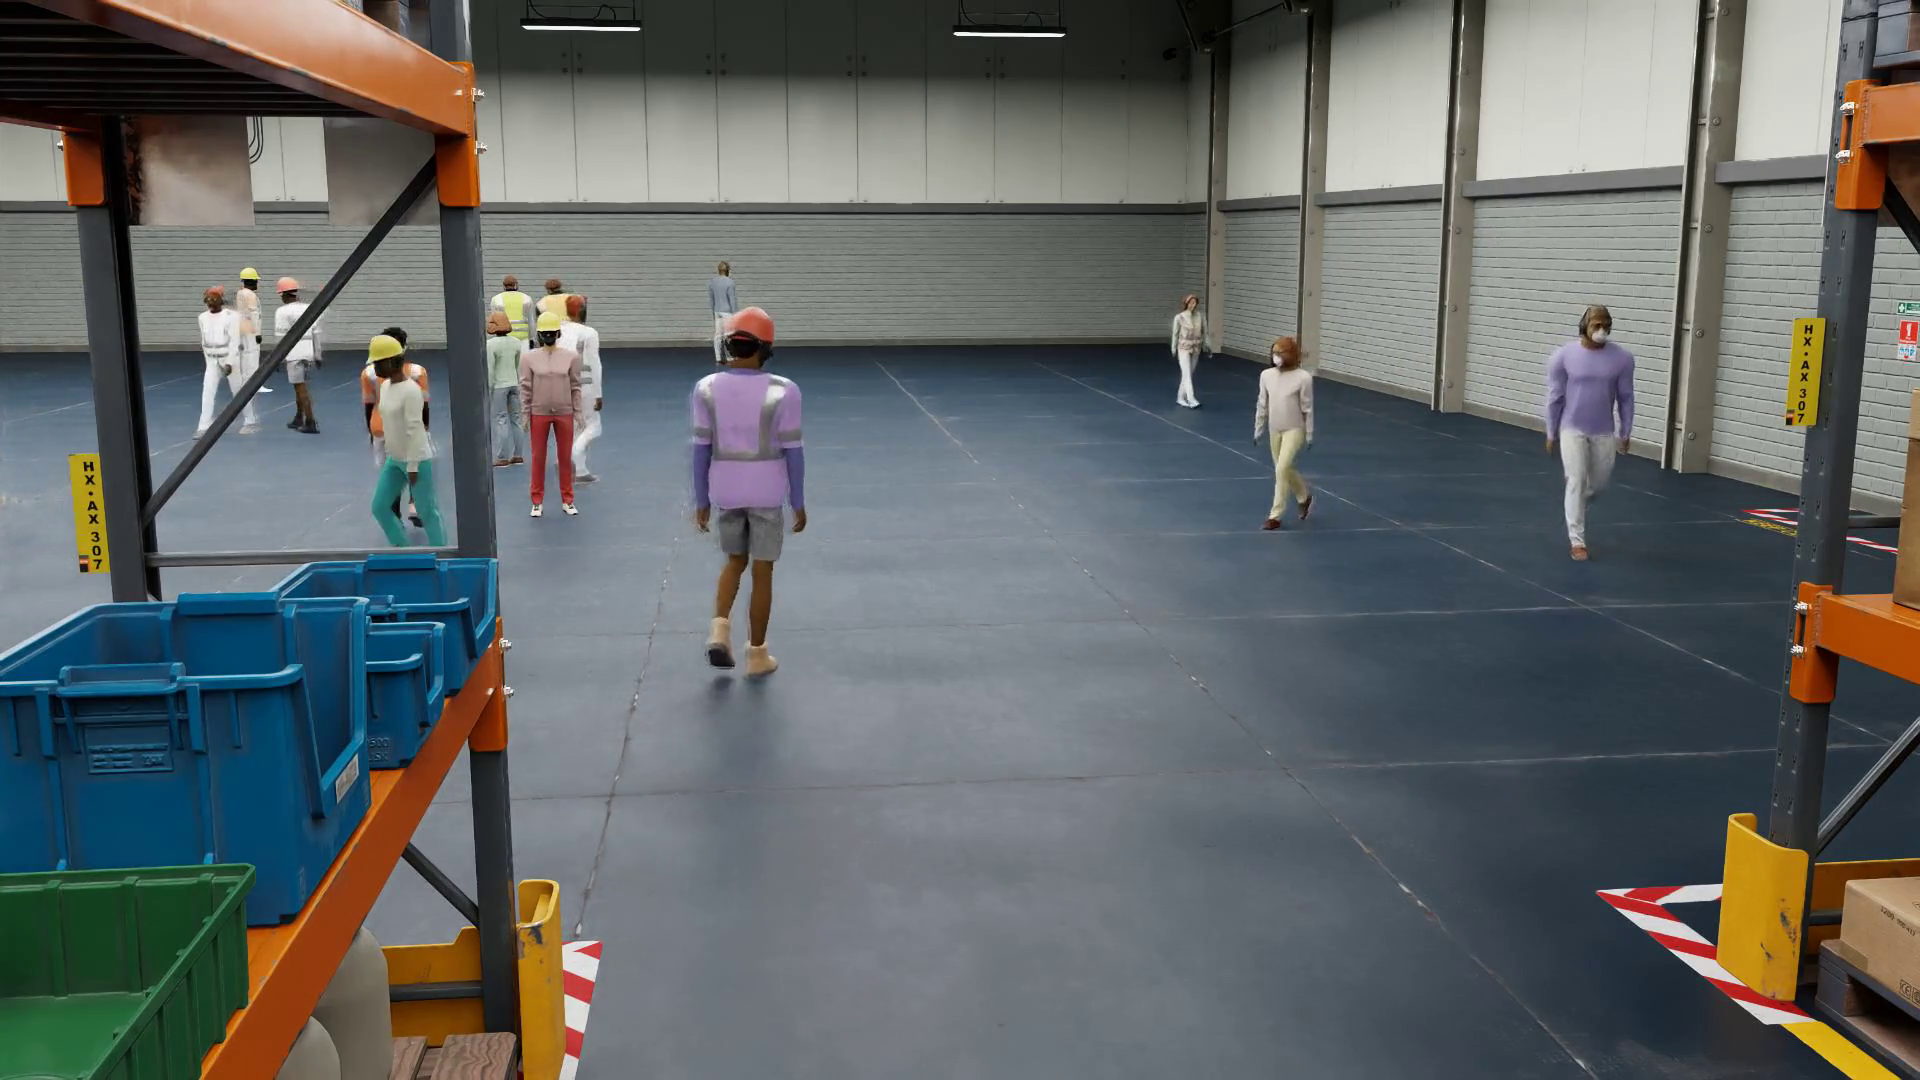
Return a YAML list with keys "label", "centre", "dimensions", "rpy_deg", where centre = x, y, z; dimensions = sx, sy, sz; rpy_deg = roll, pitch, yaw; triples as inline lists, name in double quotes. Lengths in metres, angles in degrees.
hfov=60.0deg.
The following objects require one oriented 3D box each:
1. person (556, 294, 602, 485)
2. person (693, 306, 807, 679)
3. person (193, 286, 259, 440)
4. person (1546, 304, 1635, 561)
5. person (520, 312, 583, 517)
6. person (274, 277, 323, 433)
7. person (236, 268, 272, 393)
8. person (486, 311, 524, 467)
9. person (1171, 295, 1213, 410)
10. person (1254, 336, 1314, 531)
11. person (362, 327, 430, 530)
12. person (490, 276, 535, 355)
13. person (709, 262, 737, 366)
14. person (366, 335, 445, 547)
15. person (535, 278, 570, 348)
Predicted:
- label: "person"
  centre: [-3.704, -1.427, 15.986]
  dimensions: [0.578, 1.869, 0.580]
  rpy_deg: [6, 12, 28]
- label: "person"
  centre: [-1.132, -0.245, 9.050]
  dimensions: [0.609, 2.030, 0.434]
  rpy_deg: [3, 11, 16]
- label: "person"
  centre: [-8.864, -2.137, 20.003]
  dimensions: [0.558, 1.837, 0.979]
  rpy_deg: [2, 10, 8]
- label: "person"
  centre: [4.742, -0.836, 12.614]
  dimensions: [0.639, 1.918, 0.806]
  rpy_deg: [1, 10, 5]
- label: "person"
  centre: [-3.513, -1.079, 14.342]
  dimensions: [0.527, 1.768, 0.331]
  rpy_deg: [-4, 11, -20]
- label: "person"
  centre: [-8.229, -2.264, 20.460]
  dimensions: [0.802, 1.901, 0.569]
  rpy_deg: [5, 12, 27]
- label: "person"
  centre: [-10.968, -3.242, 25.758]
  dimensions: [0.368, 1.928, 0.585]
  rpy_deg: [-10, 14, -42]
- label: "person"
  centre: [-4.803, -1.576, 17.443]
  dimensions: [0.294, 1.636, 0.522]
  rpy_deg: [6, 12, 28]
- label: "person"
  centre: [3.248, -2.640, 23.386]
  dimensions: [0.528, 1.590, 0.878]
  rpy_deg: [-5, 11, -24]
- label: "person"
  centre: [2.747, -0.903, 13.830]
  dimensions: [0.772, 1.601, 0.509]
  rpy_deg: [-9, 14, -42]
- label: "person"
  centre: [-4.578, -0.890, 13.544]
  dimensions: [0.534, 1.686, 0.362]
  rpy_deg: [-3, 11, -15]
- label: "person"
  centre: [-6.590, -2.970, 24.525]
  dimensions: [0.625, 1.835, 0.430]
  rpy_deg: [-4, 11, -23]
- label: "person"
  centre: [-4.415, -4.236, 31.174]
  dimensions: [0.627, 1.941, 0.371]
  rpy_deg: [7, 13, 35]
- label: "person"
  centre: [-3.827, -0.534, 11.428]
  dimensions: [0.557, 1.732, 0.602]
  rpy_deg: [-10, 14, -44]
- label: "person"
  centre: [-5.768, -2.851, 23.946]
  dimensions: [0.659, 1.807, 0.519]
  rpy_deg: [-1, 10, -6]
